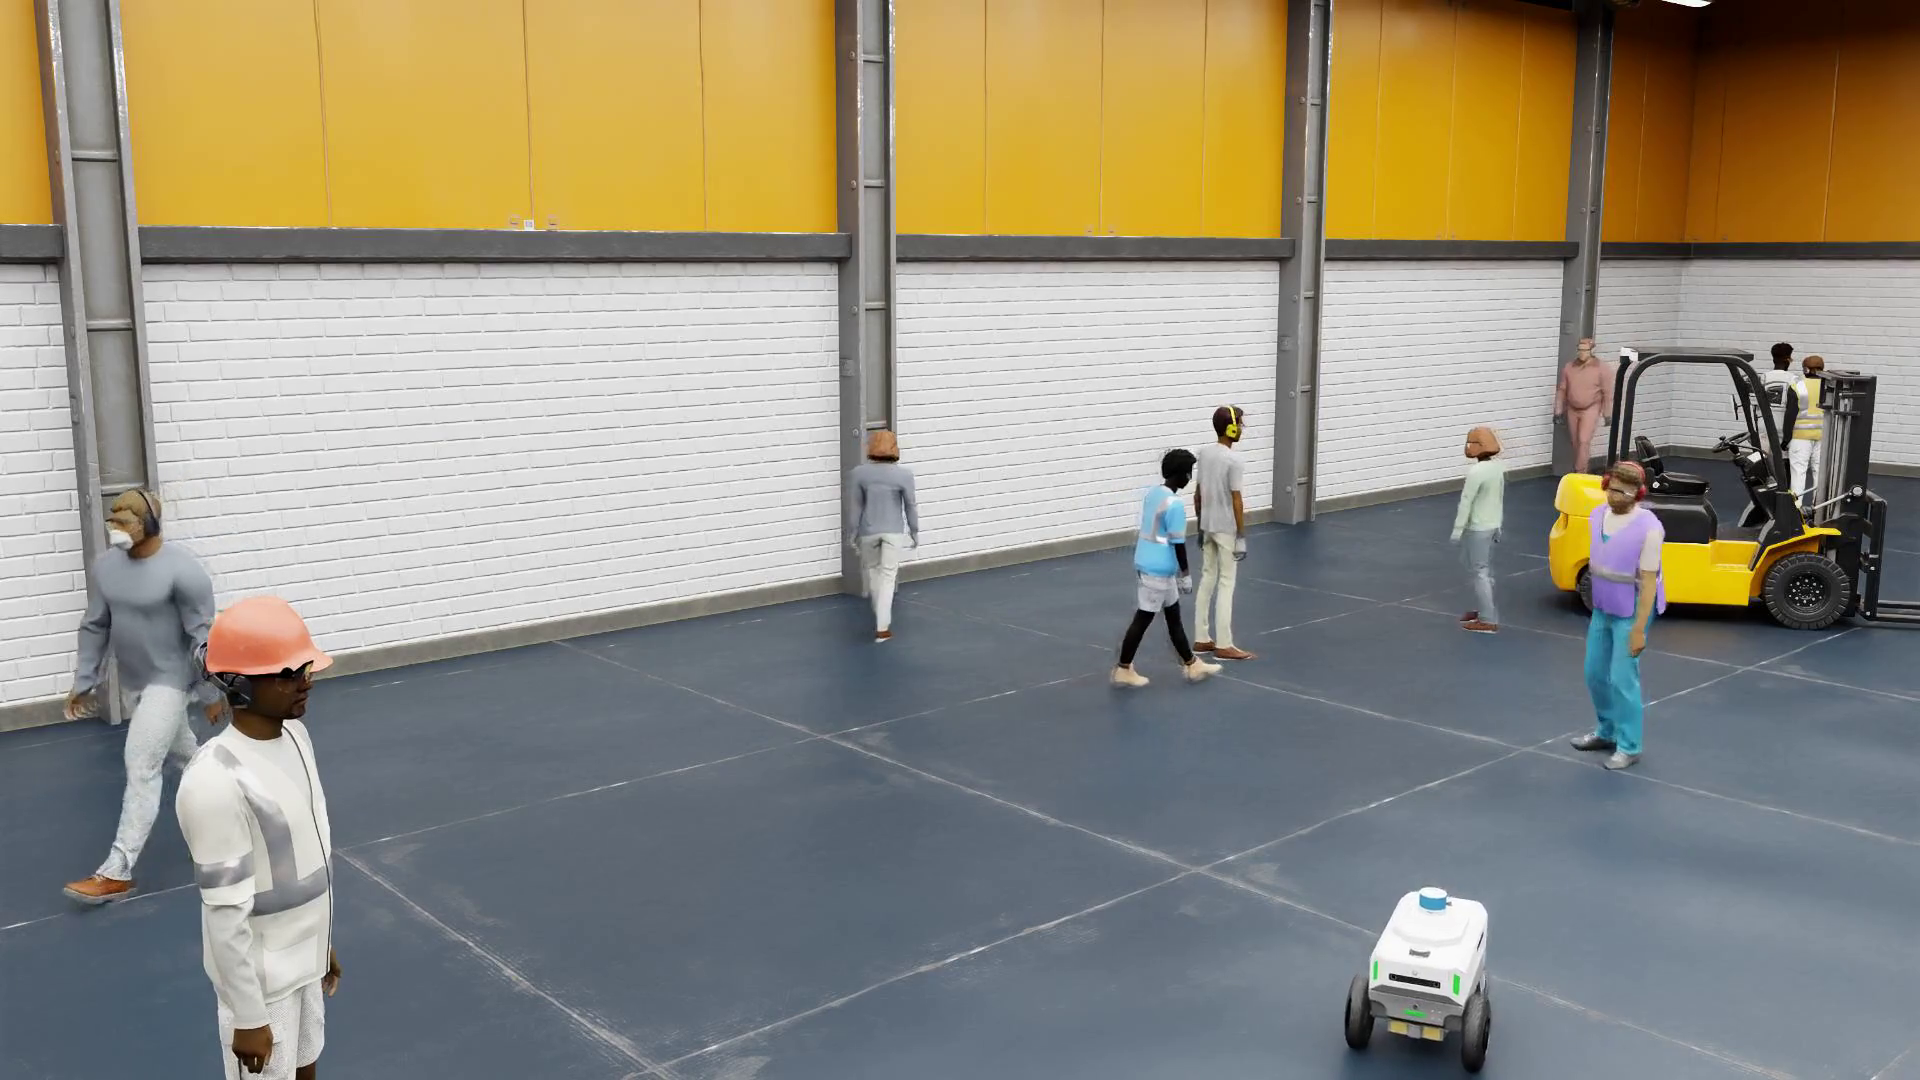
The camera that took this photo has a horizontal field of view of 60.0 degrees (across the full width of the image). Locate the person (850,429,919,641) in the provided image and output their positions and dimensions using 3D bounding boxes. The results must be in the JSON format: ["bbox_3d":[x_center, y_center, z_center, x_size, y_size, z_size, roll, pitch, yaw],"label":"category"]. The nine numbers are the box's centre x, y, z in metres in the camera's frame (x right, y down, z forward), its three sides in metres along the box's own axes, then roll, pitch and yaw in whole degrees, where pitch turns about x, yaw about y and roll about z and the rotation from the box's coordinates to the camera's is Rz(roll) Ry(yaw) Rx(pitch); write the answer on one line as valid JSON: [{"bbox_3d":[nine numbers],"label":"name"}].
[{"bbox_3d":[-0.558,-0.058,12.919,0.525,1.606,0.719,3,10,15],"label":"person"}]

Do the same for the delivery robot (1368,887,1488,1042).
[{"bbox_3d":[1.777,1.558,6.286,0.477,0.478,0.707,4,11,24],"label":"delivery robot"}]

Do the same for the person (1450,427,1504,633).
[{"bbox_3d":[4.030,-0.081,13.063,0.493,1.617,0.501,8,12,38],"label":"person"}]

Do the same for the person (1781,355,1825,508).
[{"bbox_3d":[9.531,-1.151,18.681,0.622,1.839,0.429,0,10,-1],"label":"person"}]

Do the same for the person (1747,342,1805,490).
[{"bbox_3d":[9.337,-1.280,19.053,0.608,1.963,0.370,7,12,34],"label":"person"}]

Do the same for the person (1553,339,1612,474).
[{"bbox_3d":[7.974,-1.641,21.426,0.800,1.876,0.682,-9,13,-42],"label":"person"}]

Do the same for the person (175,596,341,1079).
[{"bbox_3d":[-1.856,1.157,4.558,0.372,2.044,0.608,-1,10,-4],"label":"person"}]

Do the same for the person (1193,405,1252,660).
[{"bbox_3d":[1.918,-0.058,12.183,0.310,1.868,0.532,-5,11,-29],"label":"person"}]

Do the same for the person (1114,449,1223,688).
[{"bbox_3d":[1.429,0.202,11.288,0.832,1.636,0.539,-1,10,-6],"label":"person"}]

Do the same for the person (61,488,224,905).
[{"bbox_3d":[-3.793,0.689,7.788,0.627,1.884,1.043,5,11,26],"label":"person"}]

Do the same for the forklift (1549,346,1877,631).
[{"bbox_3d":[6.109,-0.478,13.691,2.313,2.155,1.214,3,10,16],"label":"forklift"}]

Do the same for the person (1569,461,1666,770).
[{"bbox_3d":[3.775,0.432,9.499,0.451,1.803,0.604,-3,10,-15],"label":"person"}]
